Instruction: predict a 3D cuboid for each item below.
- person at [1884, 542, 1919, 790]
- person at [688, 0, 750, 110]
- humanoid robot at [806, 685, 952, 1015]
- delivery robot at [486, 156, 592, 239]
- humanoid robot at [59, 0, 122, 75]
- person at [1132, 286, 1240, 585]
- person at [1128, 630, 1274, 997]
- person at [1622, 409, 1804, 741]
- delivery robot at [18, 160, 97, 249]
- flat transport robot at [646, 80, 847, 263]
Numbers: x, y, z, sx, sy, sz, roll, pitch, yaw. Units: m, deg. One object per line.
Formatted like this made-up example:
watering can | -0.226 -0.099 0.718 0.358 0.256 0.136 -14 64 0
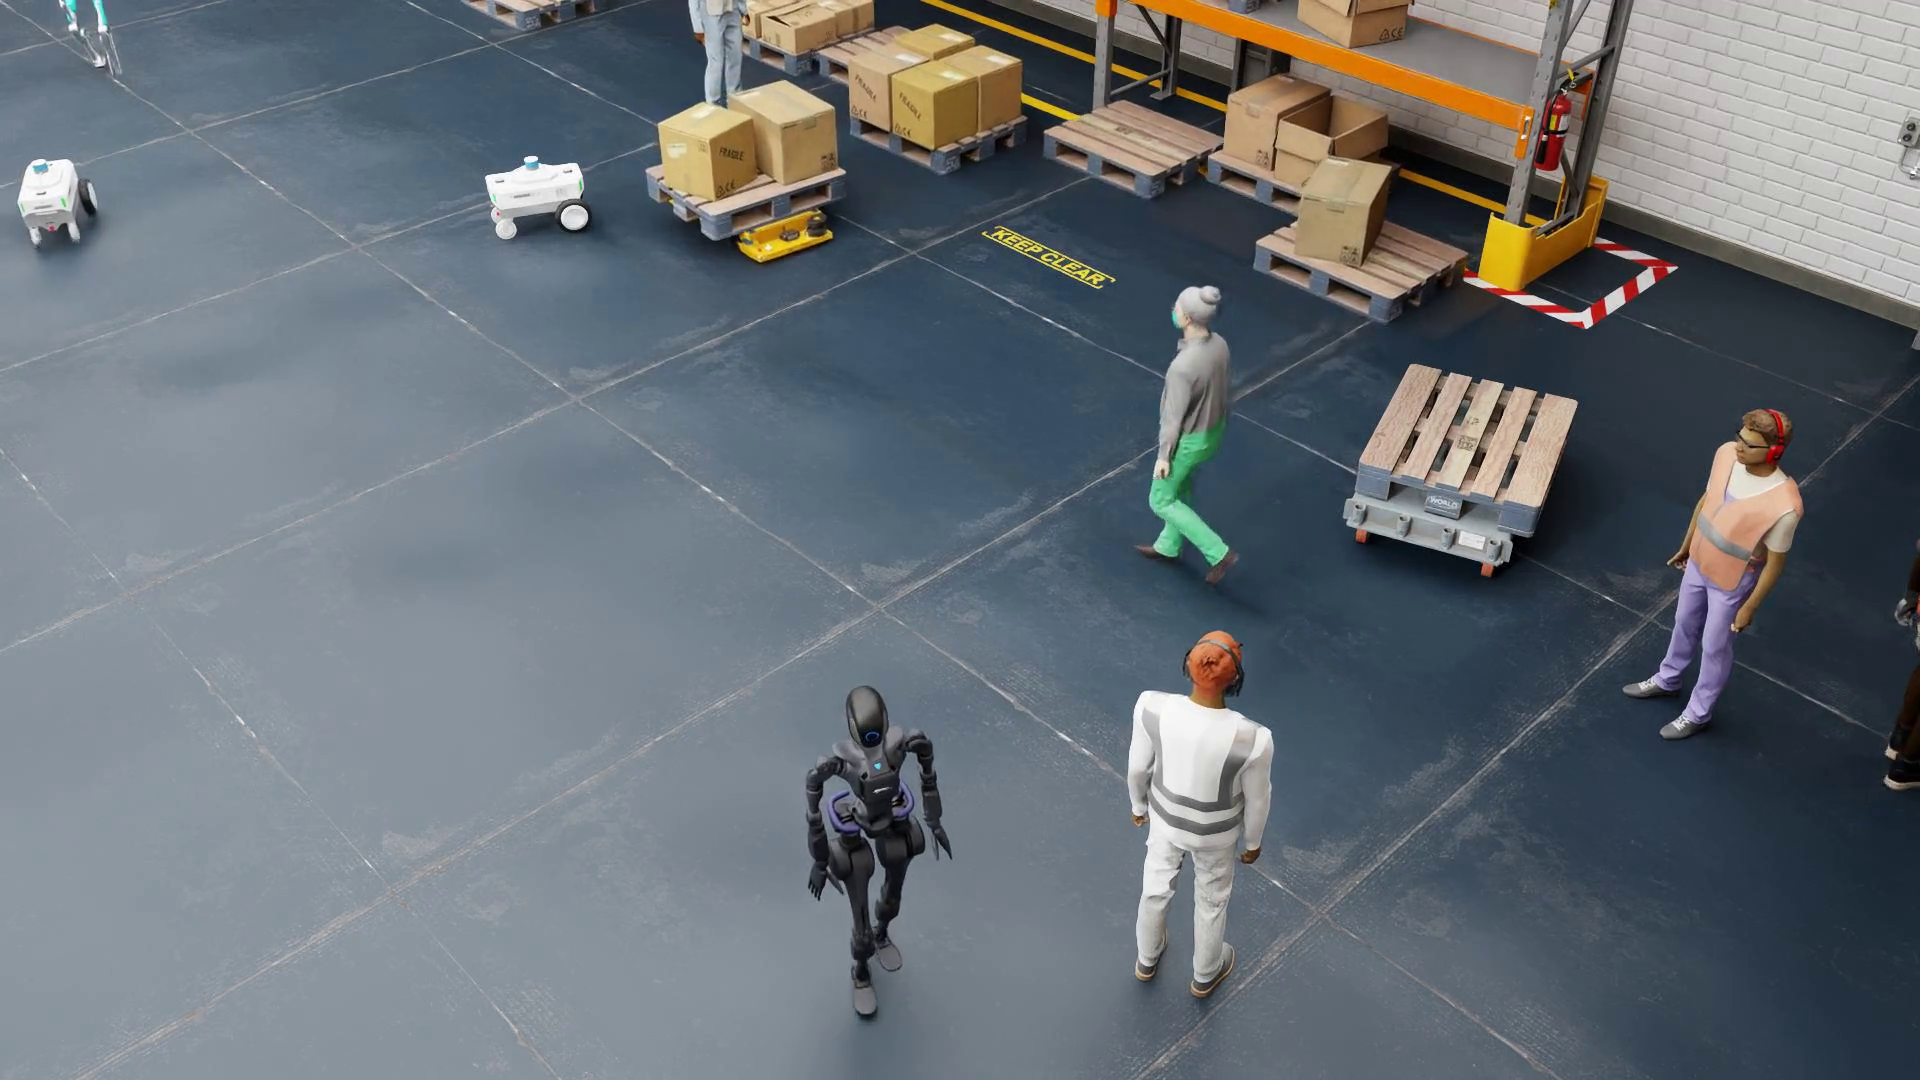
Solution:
person | 4.713 0.371 7.653 0.523 1.950 0.674 -16 40 -20
person | -2.037 -4.442 14.062 0.424 1.906 0.603 26 44 30
humanoid robot | -0.325 1.220 6.759 0.616 1.644 0.449 -14 39 -18
delivery robot | -3.244 -2.657 12.825 0.813 0.609 0.499 -12 39 -16
humanoid robot | -7.981 -5.019 15.061 0.549 1.904 0.717 -11 38 -14
person | 1.281 -0.552 8.972 0.605 1.819 0.538 21 42 26
person | 0.951 1.126 6.705 0.573 1.882 0.356 15 40 19
person | 3.677 0.162 8.010 0.380 1.844 0.568 -9 38 -11
delivery robot | -6.988 -2.635 12.799 0.499 0.613 0.789 -11 39 -15
flat transport robot | -1.657 -2.579 12.947 0.659 0.231 1.431 -25 44 -29
